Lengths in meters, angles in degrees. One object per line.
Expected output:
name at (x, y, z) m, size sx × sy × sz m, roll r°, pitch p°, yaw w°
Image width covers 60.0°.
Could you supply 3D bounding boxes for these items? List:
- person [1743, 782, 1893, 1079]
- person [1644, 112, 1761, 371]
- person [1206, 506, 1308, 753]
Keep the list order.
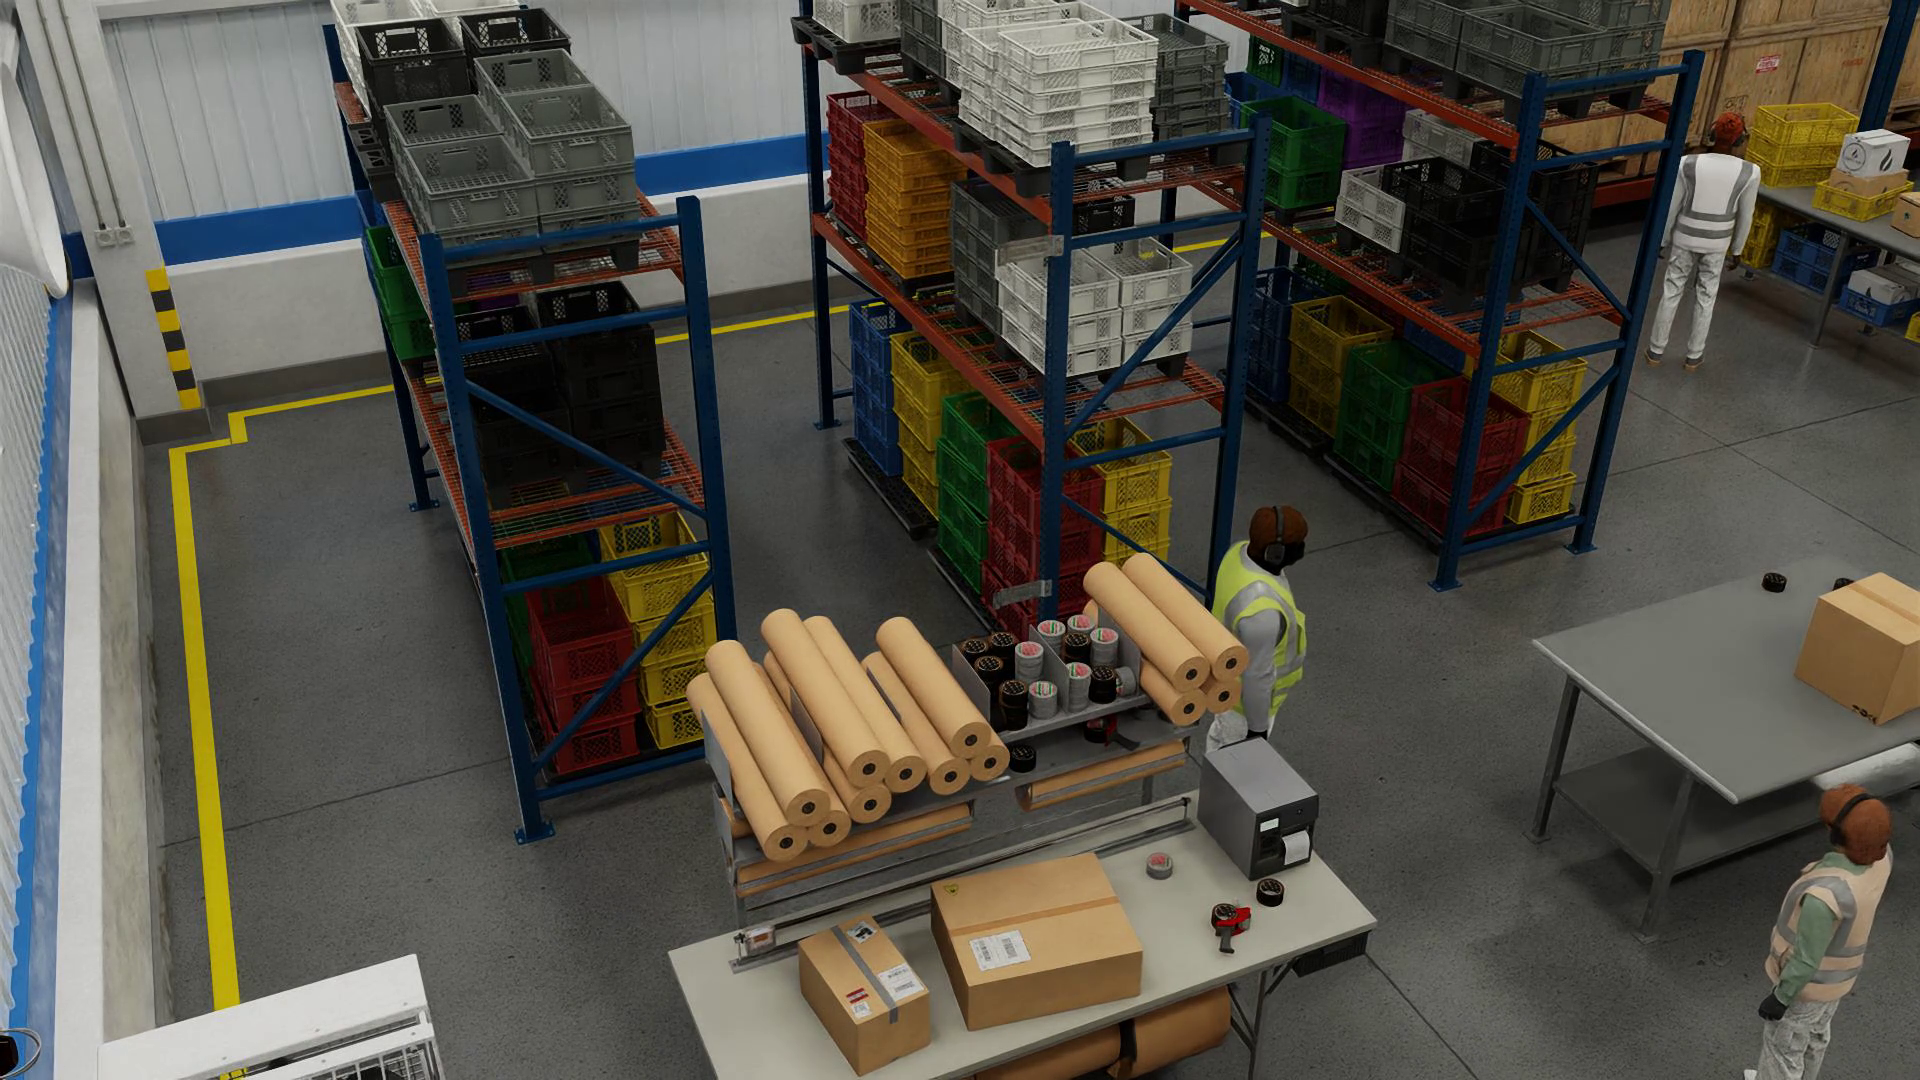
person at (3.106, 1.579, 6.086) m, size 0.523 × 1.636 × 0.310 m, roll -25°, pitch 40°, yaw -35°
person at (5.282, -2.117, 11.856) m, size 0.584 × 1.881 × 0.346 m, roll 13°, pitch 34°, yaw 20°
person at (1.301, 0.651, 7.413) m, size 0.430 × 1.836 × 0.630 m, roll 0°, pitch 32°, yaw 1°
